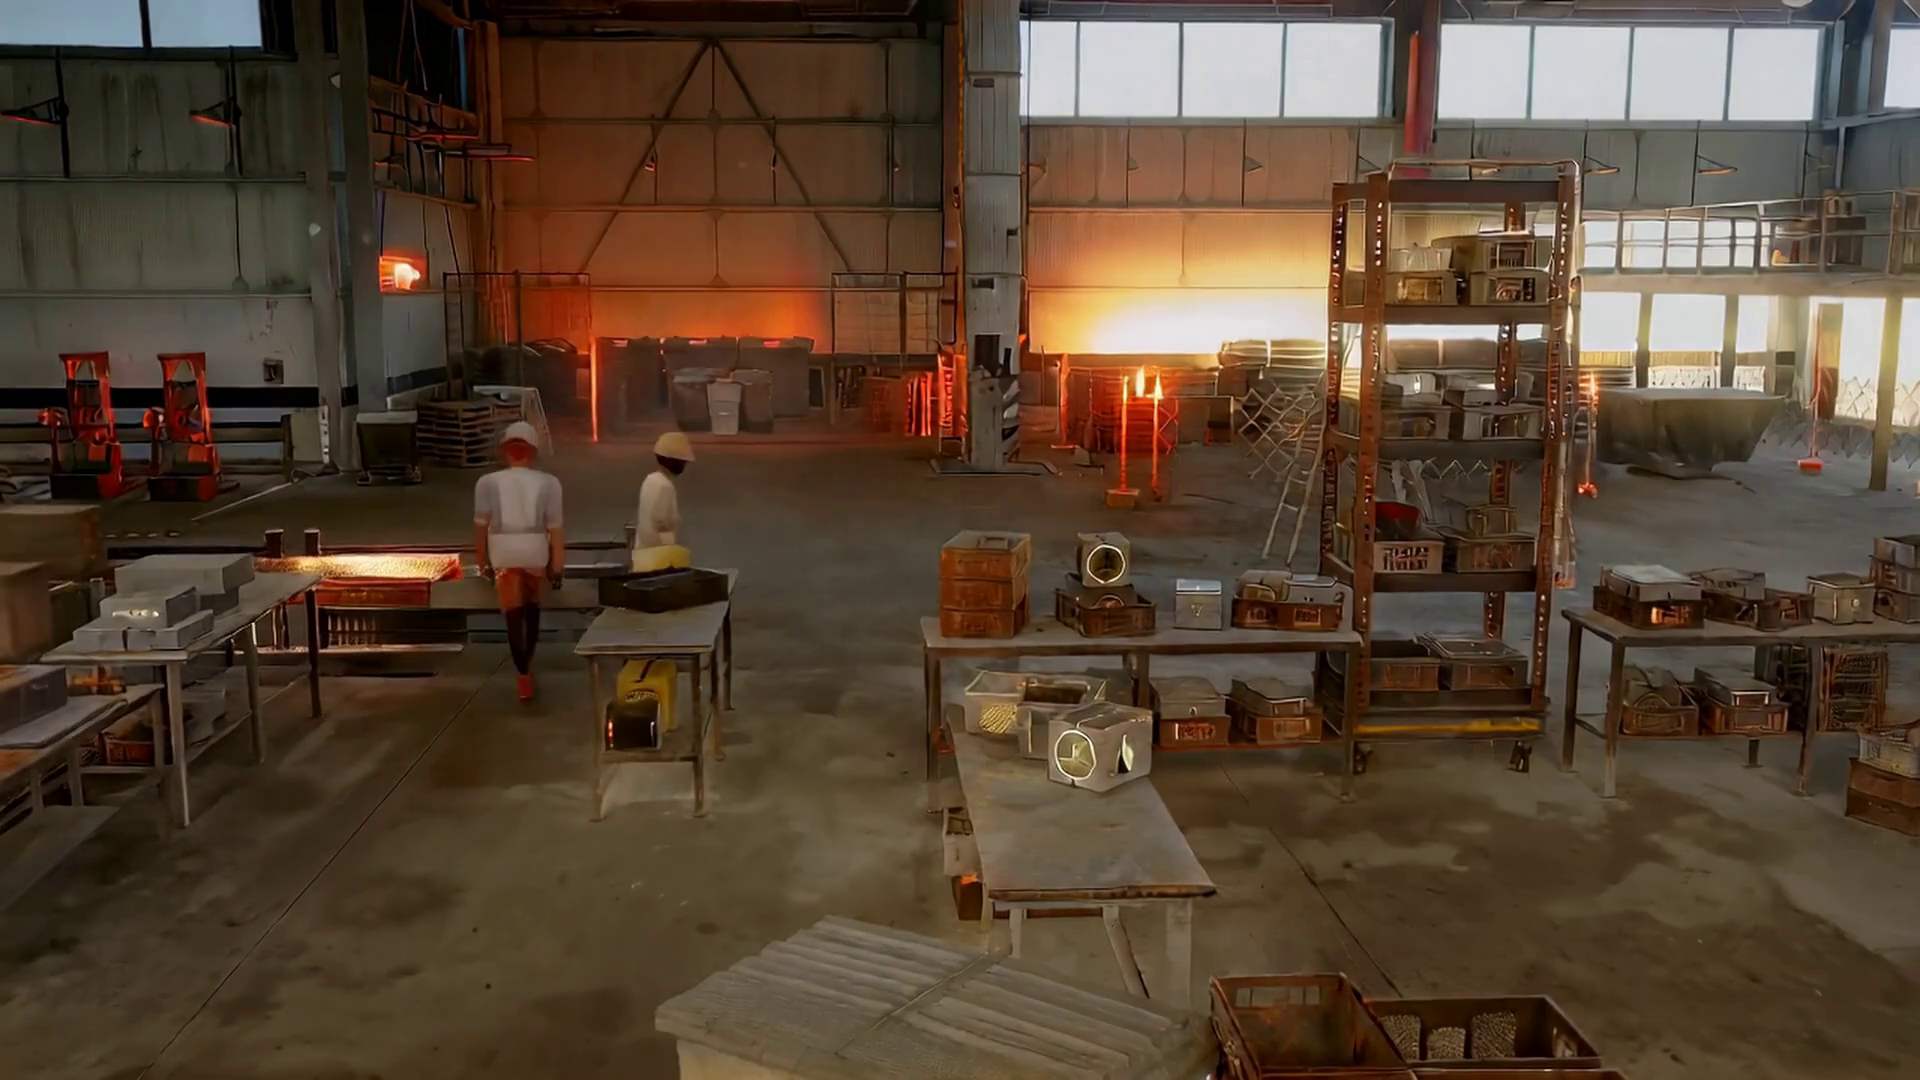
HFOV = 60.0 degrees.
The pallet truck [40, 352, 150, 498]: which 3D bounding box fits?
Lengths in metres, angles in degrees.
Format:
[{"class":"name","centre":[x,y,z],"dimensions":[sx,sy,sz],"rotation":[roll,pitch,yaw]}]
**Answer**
[{"class":"pallet truck","centre":[-11.907,-1.642,23.165],"dimensions":[0.823,1.965,1.885],"rotation":[0,9,0]}]

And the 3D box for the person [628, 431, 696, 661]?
[{"class":"person","centre":[-2.165,0.149,12.191],"dimensions":[0.456,1.905,0.592],"rotation":[-3,10,-20]}]

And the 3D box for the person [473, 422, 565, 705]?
[{"class":"person","centre":[-3.177,0.140,12.006],"dimensions":[0.613,1.979,1.057],"rotation":[-4,10,-23]}]

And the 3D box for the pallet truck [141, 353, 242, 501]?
[{"class":"pallet truck","centre":[-10.520,-1.604,22.925],"dimensions":[0.823,1.965,1.885],"rotation":[-1,9,-6]}]

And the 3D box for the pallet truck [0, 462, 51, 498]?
[{"class":"pallet truck","centre":[-13.193,-1.293,23.148],"dimensions":[0.653,1.274,1.630],"rotation":[-1,9,-4]}]
